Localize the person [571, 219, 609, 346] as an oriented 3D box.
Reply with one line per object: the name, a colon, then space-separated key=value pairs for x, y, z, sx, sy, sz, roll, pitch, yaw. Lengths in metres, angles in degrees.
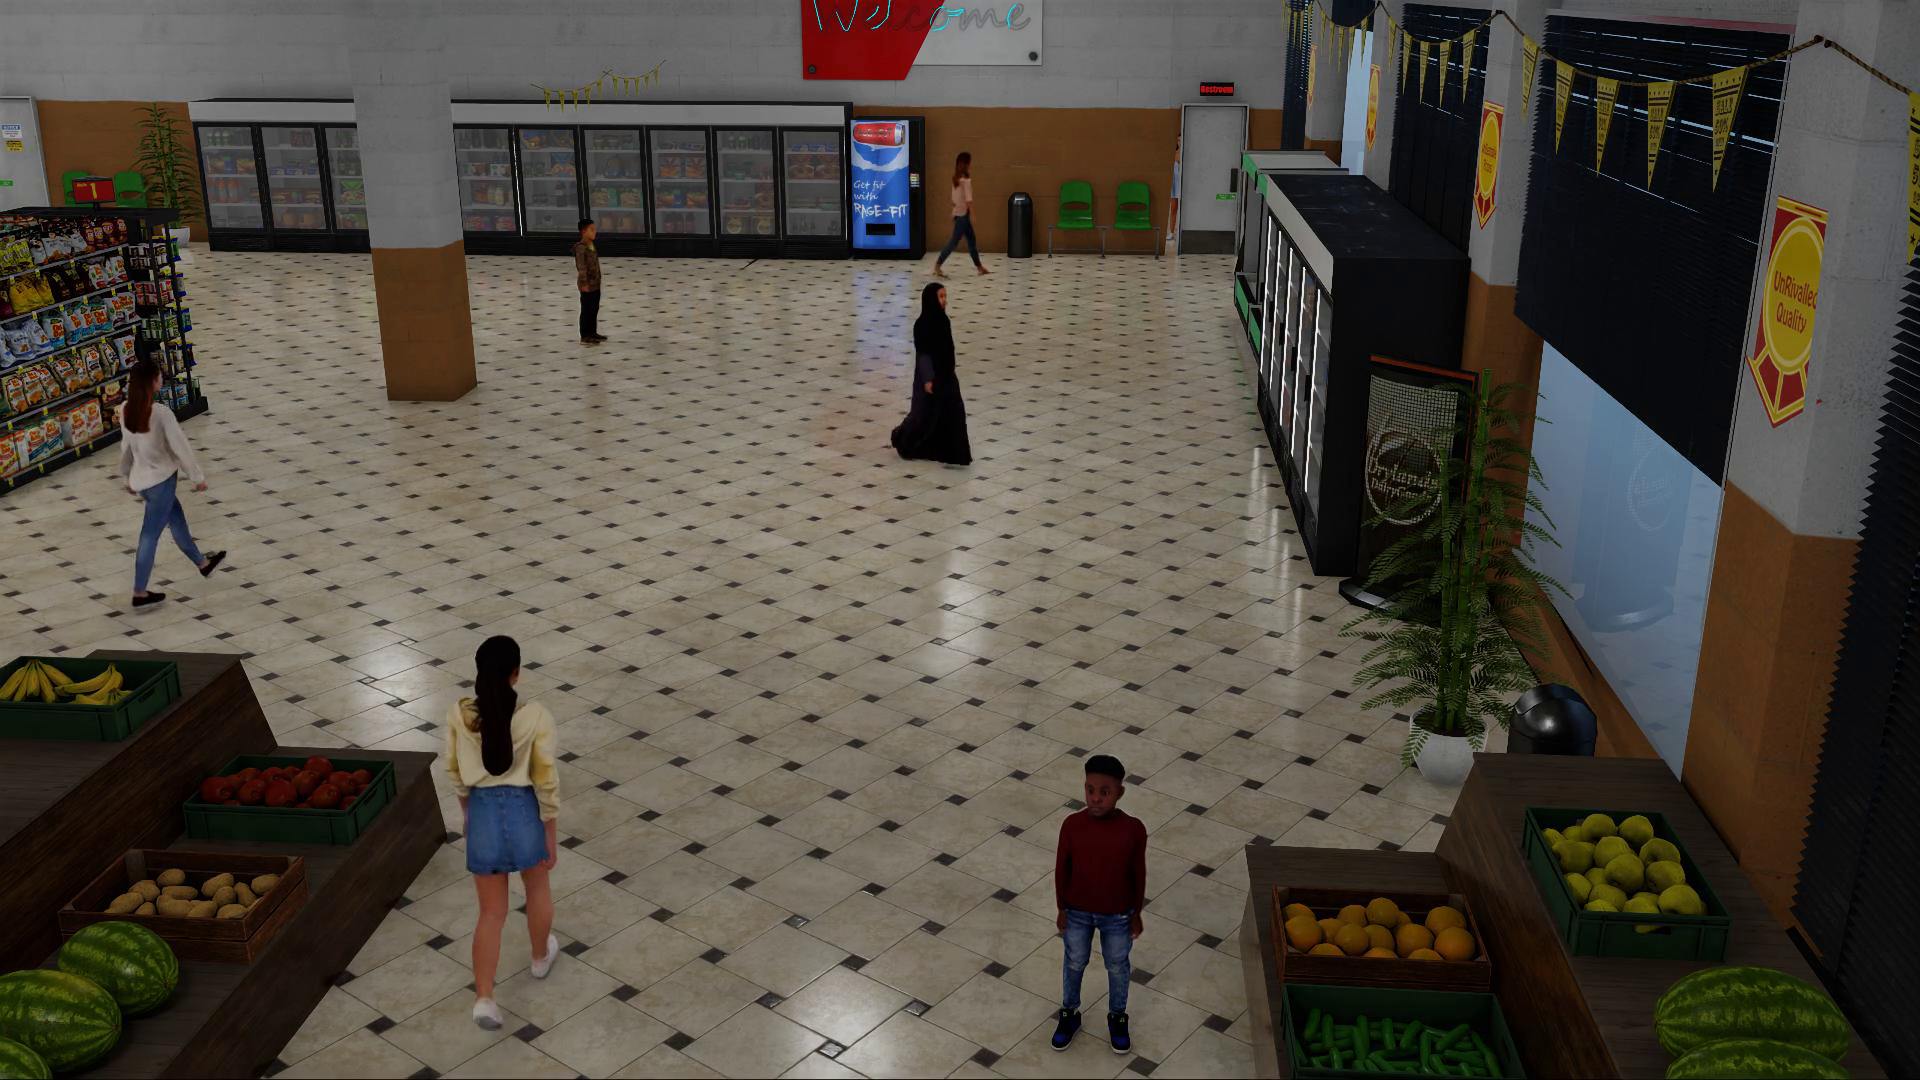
person: x=-4.359 y=-3.022 z=19.482 sx=0.661 sy=1.452 sz=0.543 roll=5 pitch=19 yaw=14

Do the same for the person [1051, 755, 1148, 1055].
person: x=0.554 y=1.429 z=6.589 sx=0.514 sy=1.256 sz=0.493 roll=3 pitch=19 yaw=9

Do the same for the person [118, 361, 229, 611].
person: x=-5.477 y=-0.329 z=11.187 sx=0.914 sy=1.648 sz=1.165 roll=10 pitch=21 yaw=26

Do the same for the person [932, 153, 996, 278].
person: x=-0.058 y=-4.545 z=23.546 sx=0.971 sy=1.742 sz=1.188 roll=-6 pitch=20 yaw=-17

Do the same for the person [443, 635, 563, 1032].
person: x=-1.854 y=1.204 z=6.710 sx=0.719 sy=1.604 sz=1.090 roll=-1 pitch=19 yaw=-3

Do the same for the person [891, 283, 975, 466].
person: x=-0.282 y=-1.443 z=14.578 sx=1.067 sy=1.593 sz=1.081 roll=17 pitch=25 yaw=41
